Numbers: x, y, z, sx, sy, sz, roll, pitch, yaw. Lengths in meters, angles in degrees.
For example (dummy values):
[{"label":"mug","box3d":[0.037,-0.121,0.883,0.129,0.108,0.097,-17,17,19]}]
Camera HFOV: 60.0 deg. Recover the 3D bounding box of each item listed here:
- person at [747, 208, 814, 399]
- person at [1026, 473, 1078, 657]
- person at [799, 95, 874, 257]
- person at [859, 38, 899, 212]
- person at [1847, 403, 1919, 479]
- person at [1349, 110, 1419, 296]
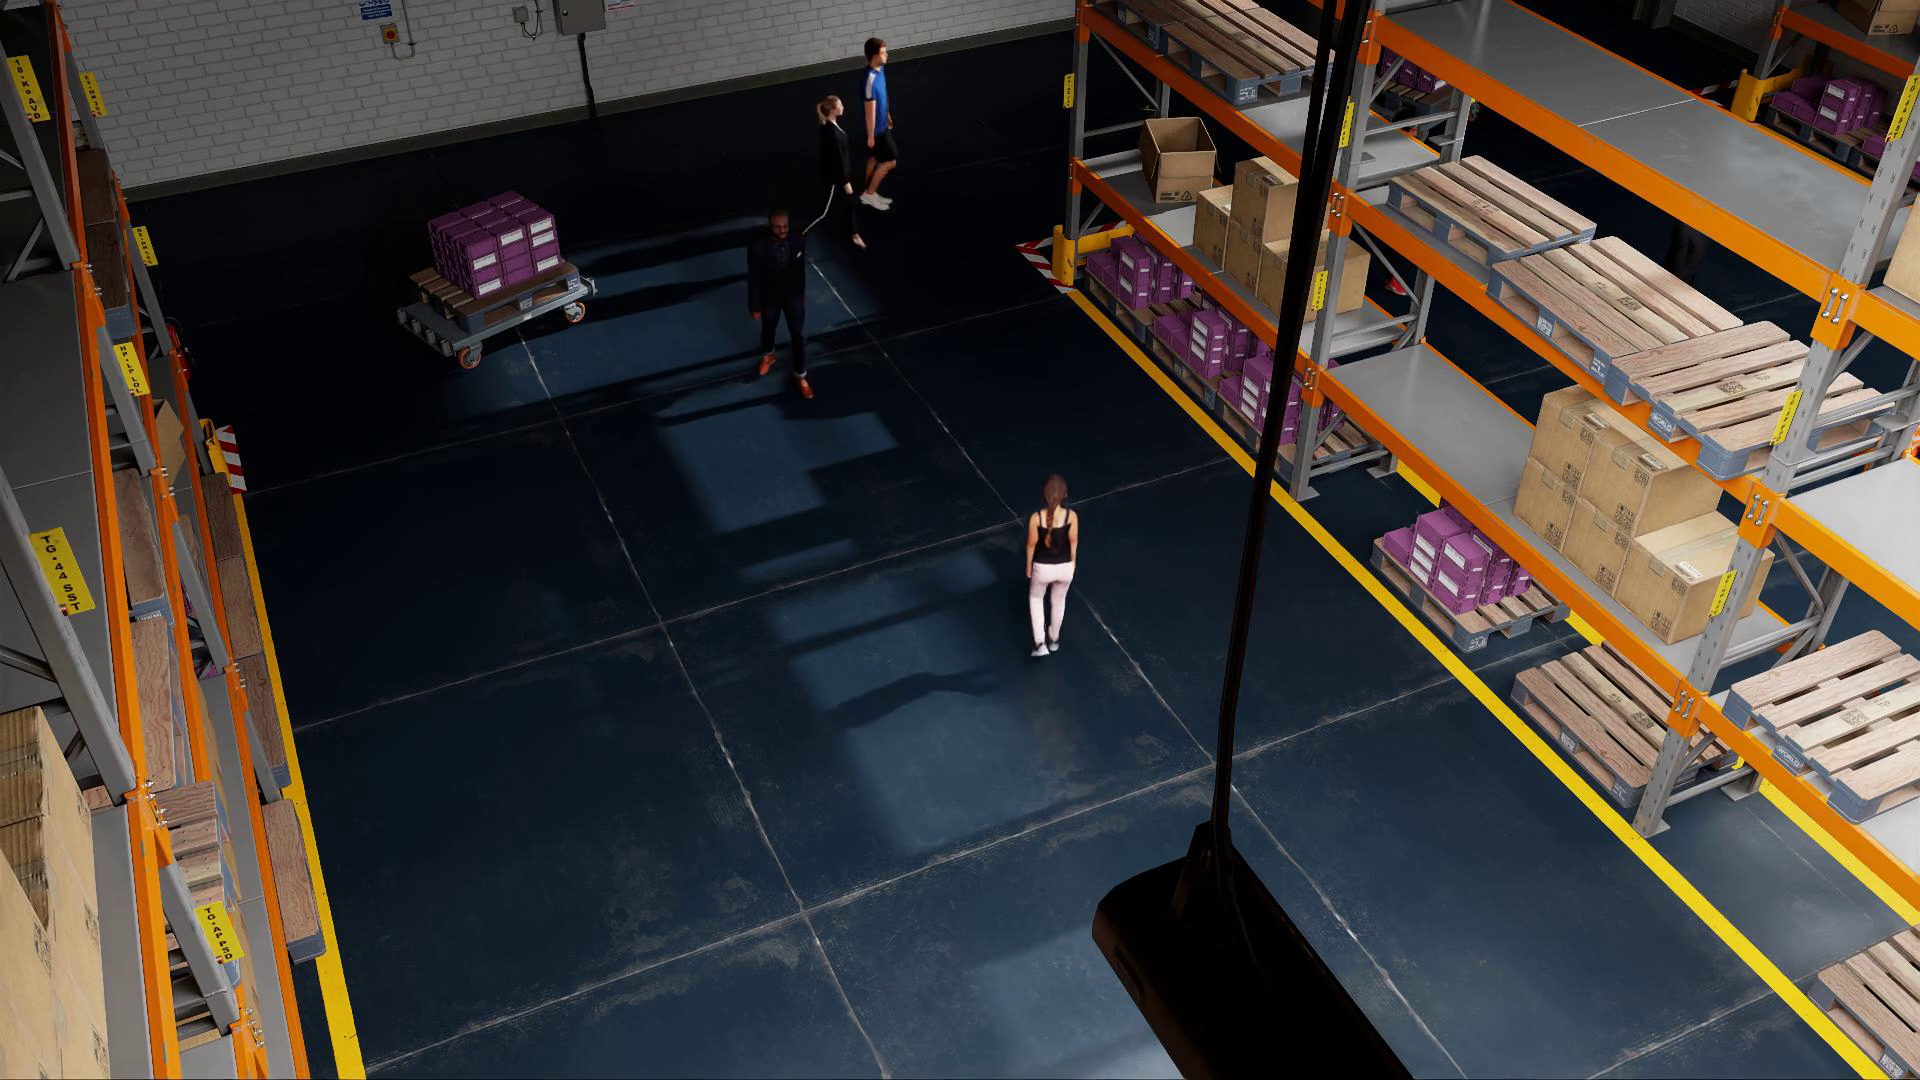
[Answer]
[{"label":"person","box3d":[-1.595,-2.150,14.559,0.757,1.767,1.041,-12,40,-15]},{"label":"person","box3d":[0.660,0.238,11.743,0.672,1.549,0.819,-2,39,-3]},{"label":"person","box3d":[-1.326,-3.518,16.347,0.853,1.673,1.097,-6,39,-8]},{"label":"person","box3d":[-0.960,-4.279,17.159,0.833,1.849,0.735,0,39,-1]},{"label":"person","box3d":[7.172,-0.628,12.569,0.749,1.872,0.759,-28,46,-30]},{"label":"person","box3d":[4.066,-3.297,15.981,1.246,1.785,0.971,28,47,31]}]
